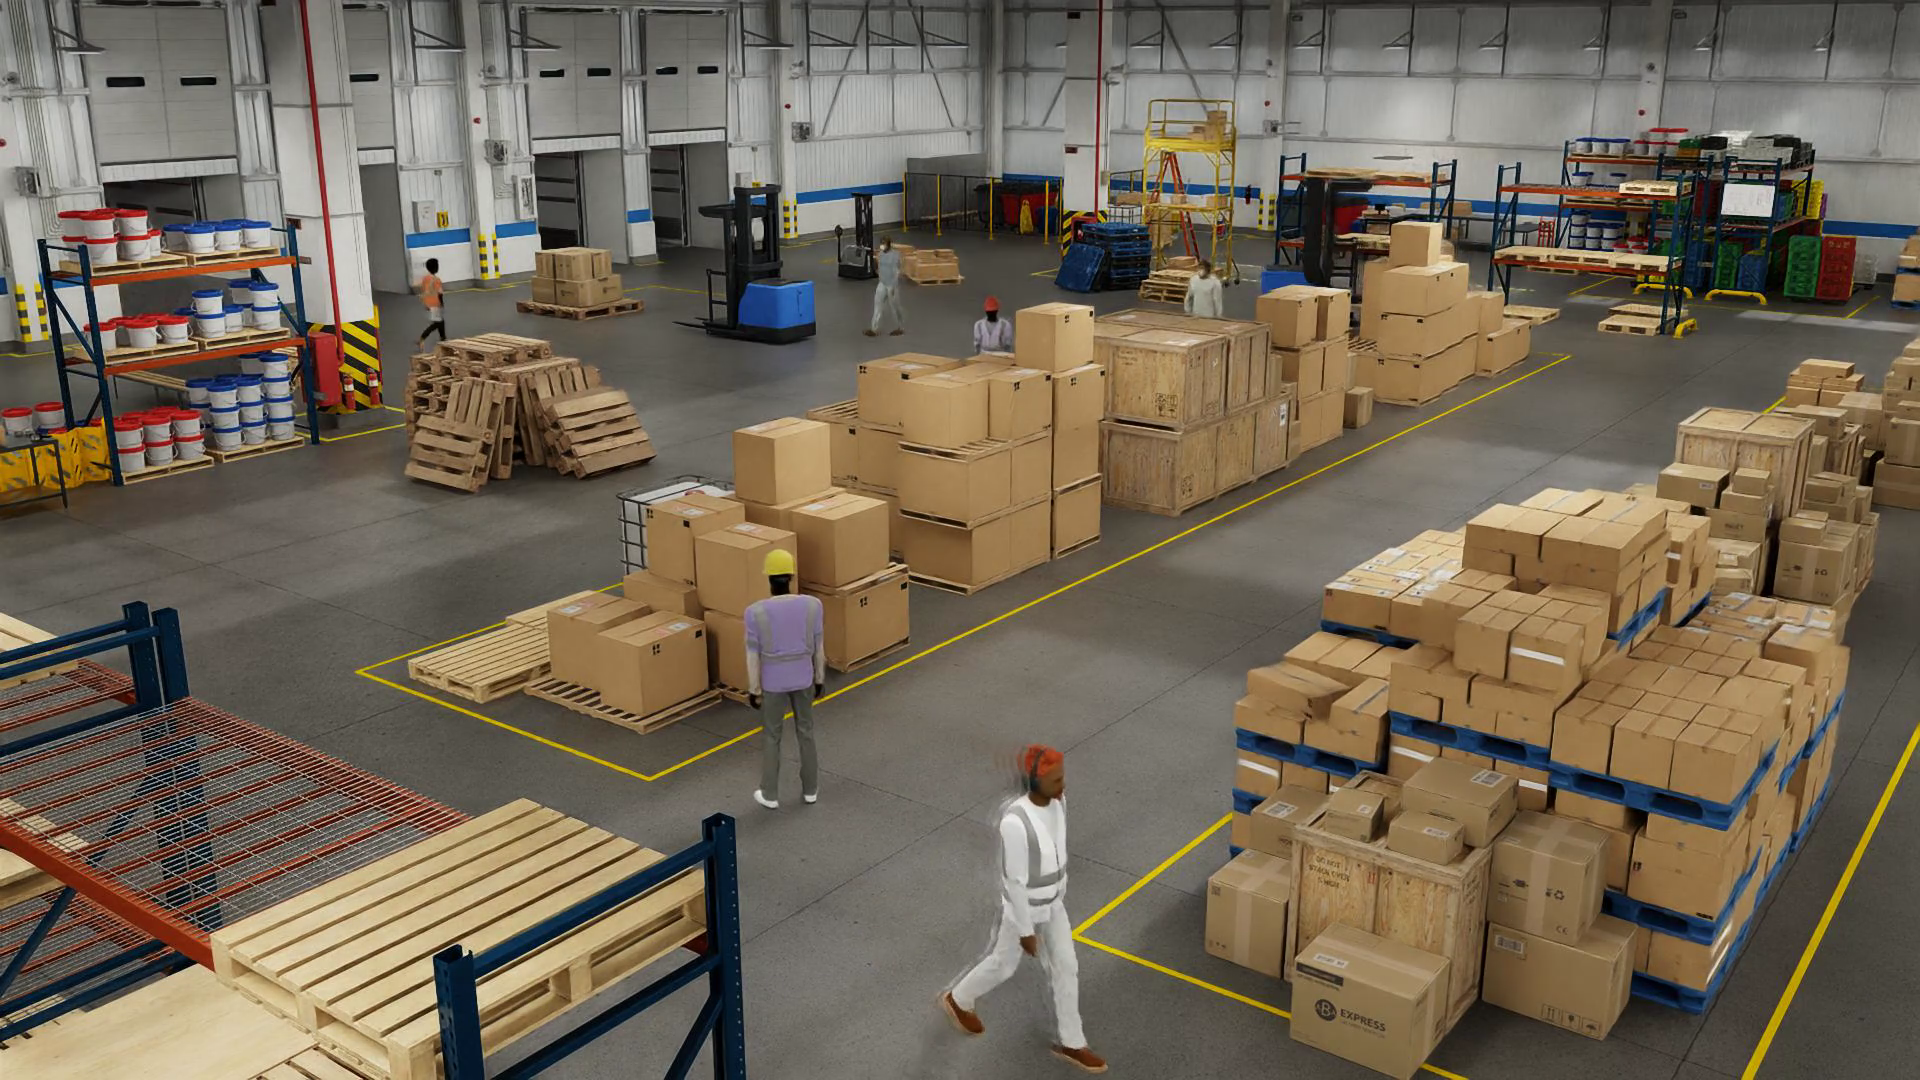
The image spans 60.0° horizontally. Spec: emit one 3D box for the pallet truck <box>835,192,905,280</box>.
[{"bbox_3d":[-1.936,-7.159,38.982,1.885,1.965,0.823,-12,21,-34],"label":"pallet truck"}]

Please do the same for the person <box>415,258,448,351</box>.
[{"bbox_3d":[-9.464,-4.216,29.793,0.769,1.669,0.539,-14,22,-40],"label":"person"}]

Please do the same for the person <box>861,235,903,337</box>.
[{"bbox_3d":[-1.423,-4.721,31.091,0.636,1.896,0.977,14,21,38],"label":"person"}]

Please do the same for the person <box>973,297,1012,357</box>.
[{"bbox_3d":[0.466,-2.578,24.010,0.560,1.888,1.021,5,18,17],"label":"person"}]

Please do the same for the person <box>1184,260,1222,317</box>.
[{"bbox_3d":[4.114,-3.779,27.987,1.019,1.898,0.630,-16,23,-42],"label":"person"}]

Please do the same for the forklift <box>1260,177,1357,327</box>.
[{"bbox_3d":[6.841,-5.633,32.428,1.873,2.768,1.129,3,17,9],"label":"forklift"}]

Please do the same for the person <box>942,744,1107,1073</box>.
[{"bbox_3d":[0.349,1.959,9.065,0.970,1.850,0.572,13,21,36],"label":"person"}]

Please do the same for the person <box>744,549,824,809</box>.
[{"bbox_3d":[-1.278,1.003,12.114,0.584,1.908,0.444,-7,18,-21],"label":"person"}]

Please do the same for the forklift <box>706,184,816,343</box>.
[{"bbox_3d":[-3.717,-5.181,30.929,1.873,2.768,1.129,12,21,35],"label":"forklift"}]
